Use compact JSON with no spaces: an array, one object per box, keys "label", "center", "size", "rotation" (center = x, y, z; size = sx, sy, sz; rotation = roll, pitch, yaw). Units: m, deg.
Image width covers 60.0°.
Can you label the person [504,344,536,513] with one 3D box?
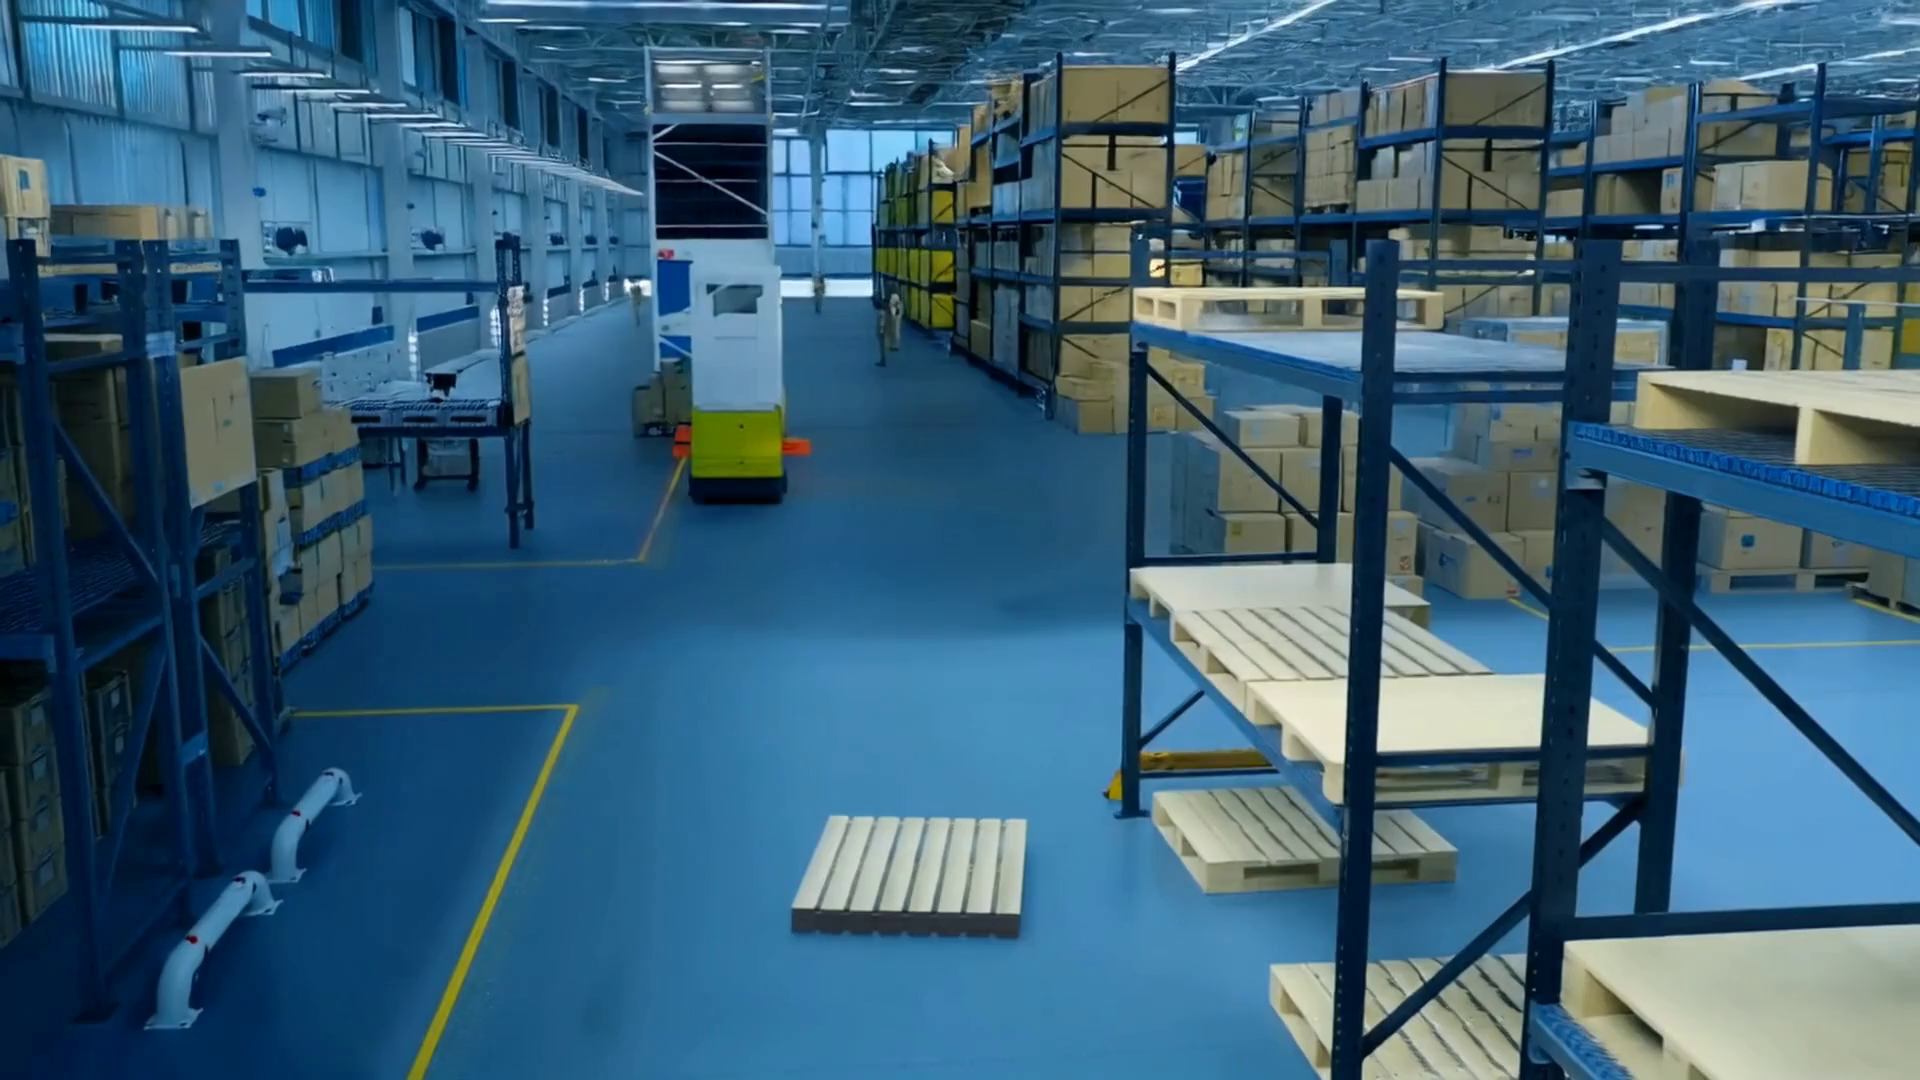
[{"label":"person","center":[-4.942,-1.272,18.593],"size":[0.373,1.940,0.629],"rotation":[-1,10,-6]}]

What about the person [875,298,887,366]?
[{"label":"person","center":[-1.914,-5.022,40.215],"size":[0.284,1.633,0.497],"rotation":[-1,10,-6]}]

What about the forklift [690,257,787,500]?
[{"label":"forklift","center":[-2.653,-1.960,19.793],"size":[1.129,2.768,1.873],"rotation":[-1,10,-6]}]

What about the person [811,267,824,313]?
[{"label":"person","center":[-5.968,-10.501,69.860],"size":[0.558,1.900,0.965],"rotation":[-2,10,-13]}]

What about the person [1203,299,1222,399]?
[{"label":"person","center":[4.845,-3.672,31.981],"size":[0.409,1.909,0.640],"rotation":[-1,10,-6]}]

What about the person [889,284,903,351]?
[{"label":"person","center":[-1.755,-6.131,45.773],"size":[0.390,1.846,0.564],"rotation":[-1,10,-6]}]

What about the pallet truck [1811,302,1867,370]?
[{"label":"pallet truck","center":[15.846,-3.142,28.793],"size":[1.885,1.965,0.823],"rotation":[2,10,12]}]

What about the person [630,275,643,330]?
[{"label":"person","center":[-10.954,-8.043,56.382],"size":[0.429,1.844,0.624],"rotation":[-1,10,-6]}]
